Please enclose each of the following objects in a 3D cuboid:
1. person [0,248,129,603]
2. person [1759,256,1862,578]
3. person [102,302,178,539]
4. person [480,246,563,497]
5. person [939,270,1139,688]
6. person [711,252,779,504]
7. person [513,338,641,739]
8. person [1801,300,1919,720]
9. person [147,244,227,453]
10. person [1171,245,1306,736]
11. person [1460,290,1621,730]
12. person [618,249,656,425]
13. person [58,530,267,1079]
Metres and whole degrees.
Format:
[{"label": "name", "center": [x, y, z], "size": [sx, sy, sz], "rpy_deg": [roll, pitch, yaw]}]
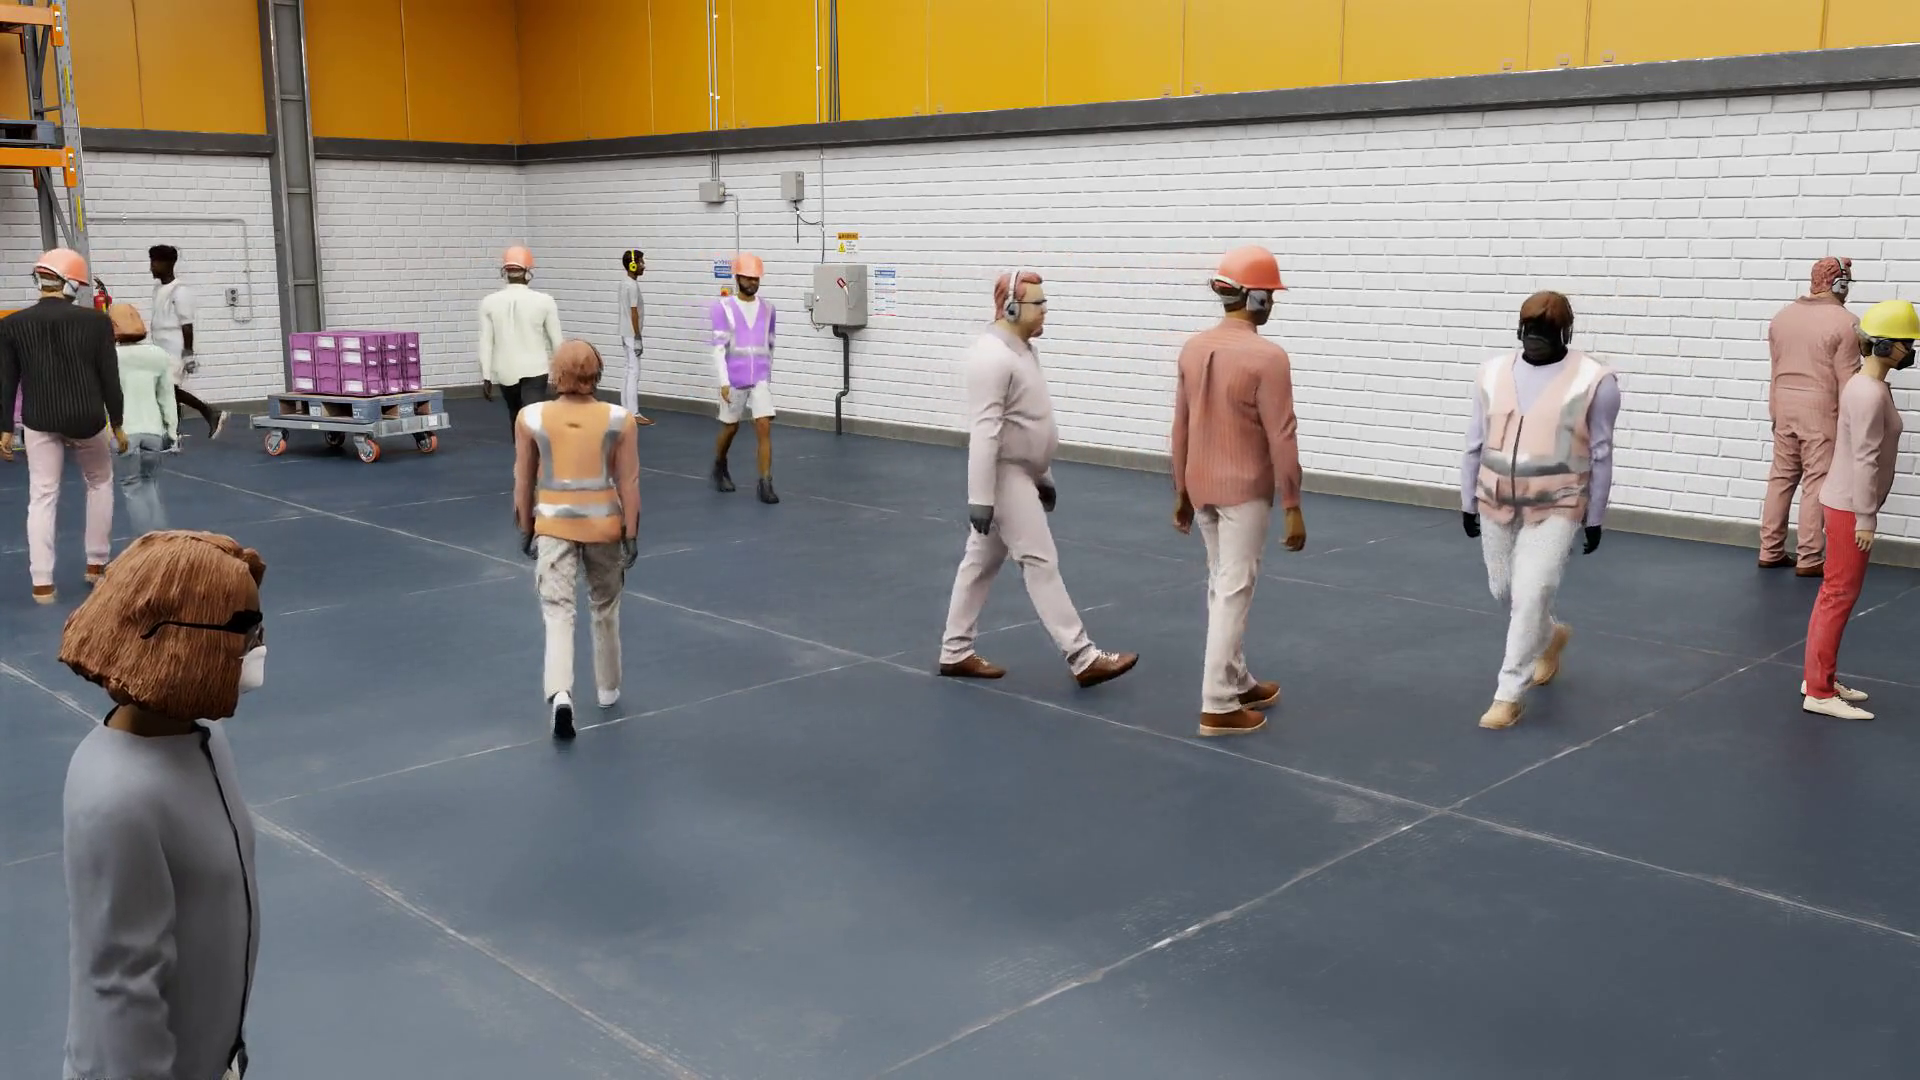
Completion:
[{"label": "person", "center": [-5.058, -0.661, 9.414], "size": [0.672, 1.940, 0.829], "rpy_deg": [-3, 11, -14]}, {"label": "person", "center": [5.097, -0.726, 9.898], "size": [0.402, 1.903, 0.642], "rpy_deg": [-4, 11, -19]}, {"label": "person", "center": [-5.073, -0.632, 10.131], "size": [0.510, 1.616, 0.528], "rpy_deg": [6, 12, 31]}, {"label": "person", "center": [-3.414, -1.320, 13.050], "size": [0.624, 1.941, 1.059], "rpy_deg": [1, 10, 4]}, {"label": "person", "center": [0.332, -0.257, 7.424], "size": [0.960, 1.855, 0.673], "rpy_deg": [2, 11, 10]}, {"label": "person", "center": [-1.679, -1.258, 12.807], "size": [0.545, 1.907, 0.909], "rpy_deg": [-5, 12, -27]}, {"label": "person", "center": [-1.571, -0.018, 6.844], "size": [0.516, 1.615, 0.783], "rpy_deg": [-2, 11, -11]}, {"label": "person", "center": [3.815, -0.126, 7.016], "size": [0.349, 1.759, 0.522], "rpy_deg": [5, 11, 24]}, {"label": "person", "center": [-7.348, -1.809, 15.657], "size": [0.726, 1.949, 0.620], "rpy_deg": [-10, 14, -43]}, {"label": "person", "center": [1.180, -0.199, 6.813], "size": [0.525, 1.994, 0.635], "rpy_deg": [-6, 12, -30]}, {"label": "person", "center": [2.452, -0.157, 7.051], "size": [0.627, 1.811, 0.865], "rpy_deg": [9, 14, 41]}, {"label": "person", "center": [-3.496, -2.166, 17.820], "size": [0.330, 1.872, 0.512], "rpy_deg": [-5, 11, -24]}, {"label": "person", "center": [-1.126, 0.786, 2.412], "size": [0.311, 1.624, 0.493], "rpy_deg": [-2, 11, -11]}]
